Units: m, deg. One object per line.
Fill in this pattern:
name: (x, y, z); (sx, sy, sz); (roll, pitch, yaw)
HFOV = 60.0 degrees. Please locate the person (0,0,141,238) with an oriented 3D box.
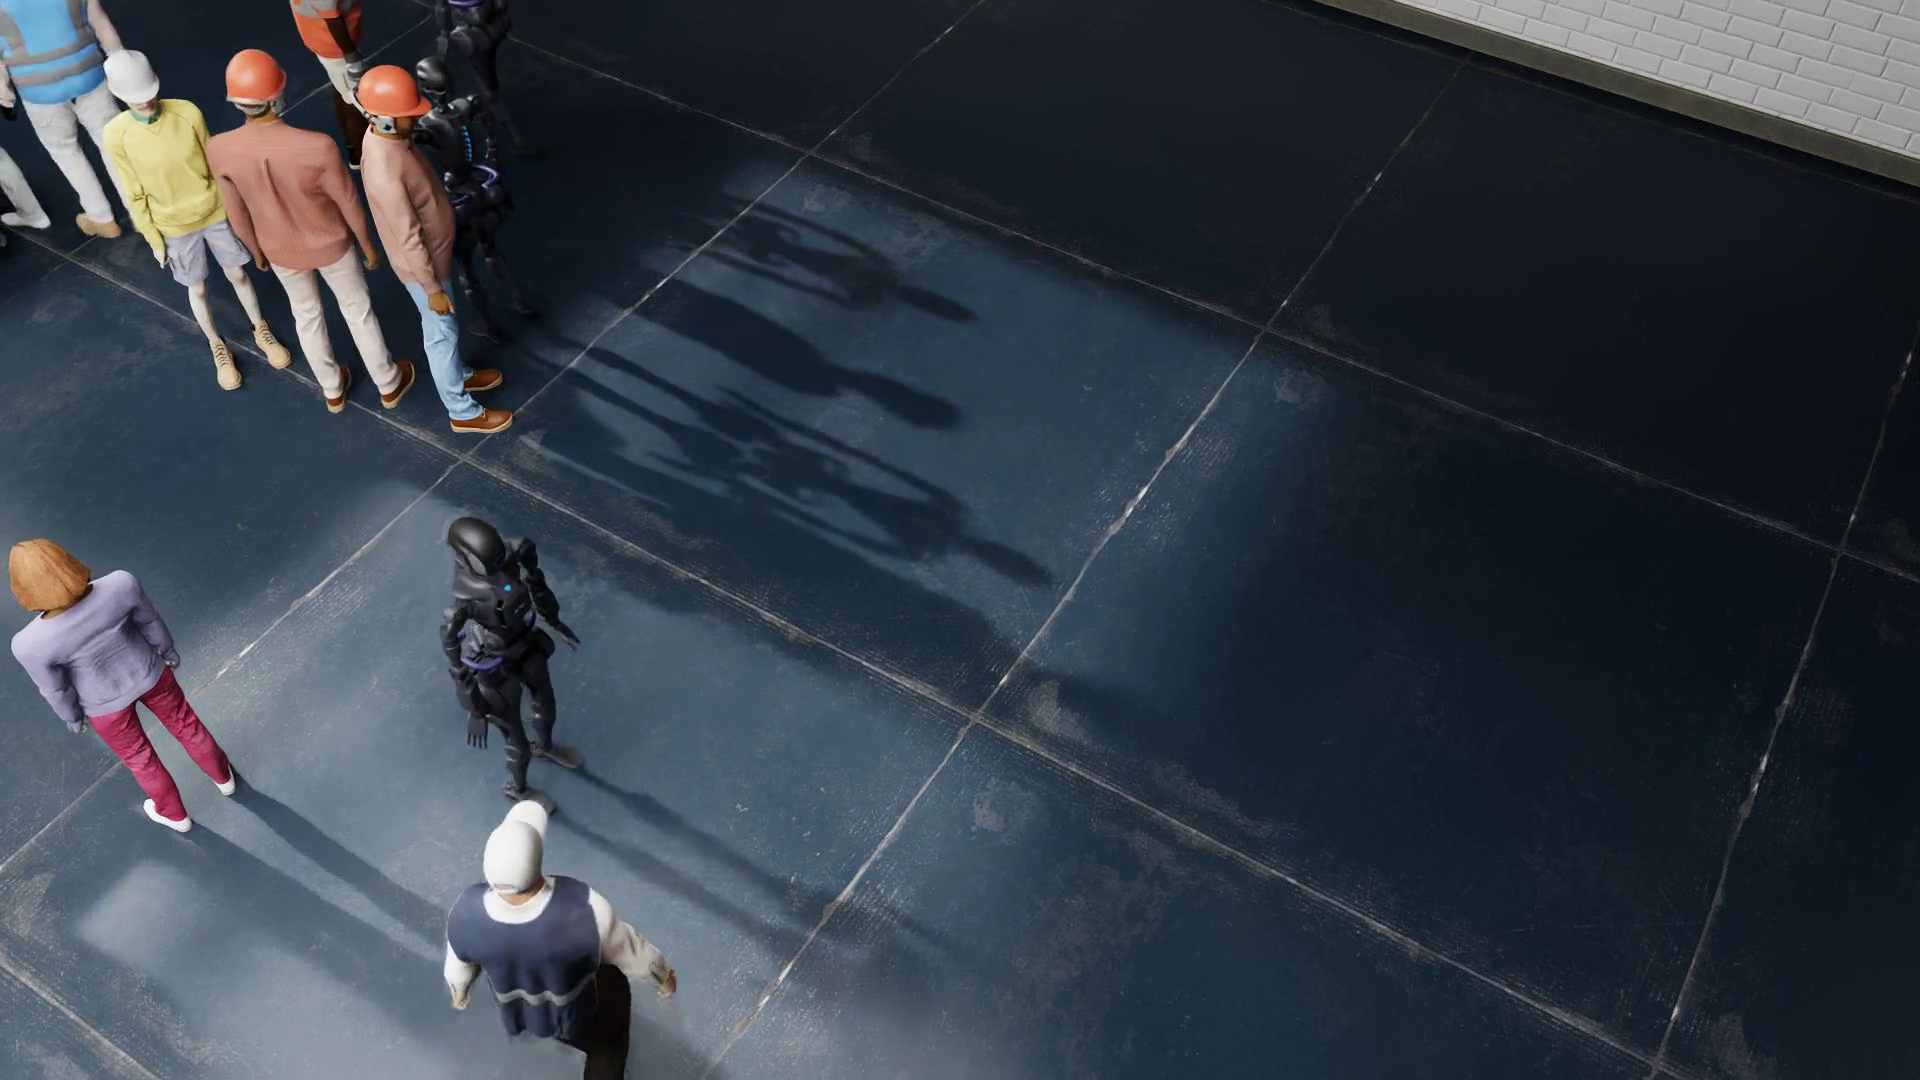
person: (-4.815, -2.465, 8.939); (0.692, 1.827, 0.435); (-33, 57, -26)

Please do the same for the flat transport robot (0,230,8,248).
flat transport robot: (-5.975, -1.510, 9.135); (0.659, 0.231, 1.431); (-36, 58, -27)

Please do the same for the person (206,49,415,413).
person: (-3.091, -1.426, 7.918); (0.620, 1.992, 0.393); (-2, 49, -2)

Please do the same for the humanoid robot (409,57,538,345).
humanoid robot: (-2.485, -1.657, 8.330); (0.336, 1.650, 0.609); (28, 55, 22)

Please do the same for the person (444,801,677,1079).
person: (-1.343, 1.515, 5.515); (0.761, 1.737, 0.733); (1, 49, 1)

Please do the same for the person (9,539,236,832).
person: (-3.230, 0.566, 6.414); (0.292, 1.632, 0.497); (31, 56, 24)

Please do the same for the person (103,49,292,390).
person: (-3.743, -1.562, 8.106); (0.490, 1.888, 0.391); (-29, 55, -23)

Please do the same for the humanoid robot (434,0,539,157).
humanoid robot: (-2.765, -2.976, 9.511); (0.595, 1.644, 0.619); (22, 52, 18)

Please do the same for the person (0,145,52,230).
person: (-5.421, -2.312, 8.753); (0.447, 1.905, 0.610); (10, 50, 9)

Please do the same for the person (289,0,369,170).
person: (-3.430, -2.791, 9.139); (0.370, 1.961, 0.604); (-23, 53, -19)

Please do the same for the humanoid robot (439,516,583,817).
humanoid robot: (-1.746, 0.469, 6.467); (0.302, 1.649, 0.615); (21, 52, 17)

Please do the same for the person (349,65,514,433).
person: (-2.505, -1.346, 7.854); (0.389, 1.985, 0.608); (-13, 50, -11)
